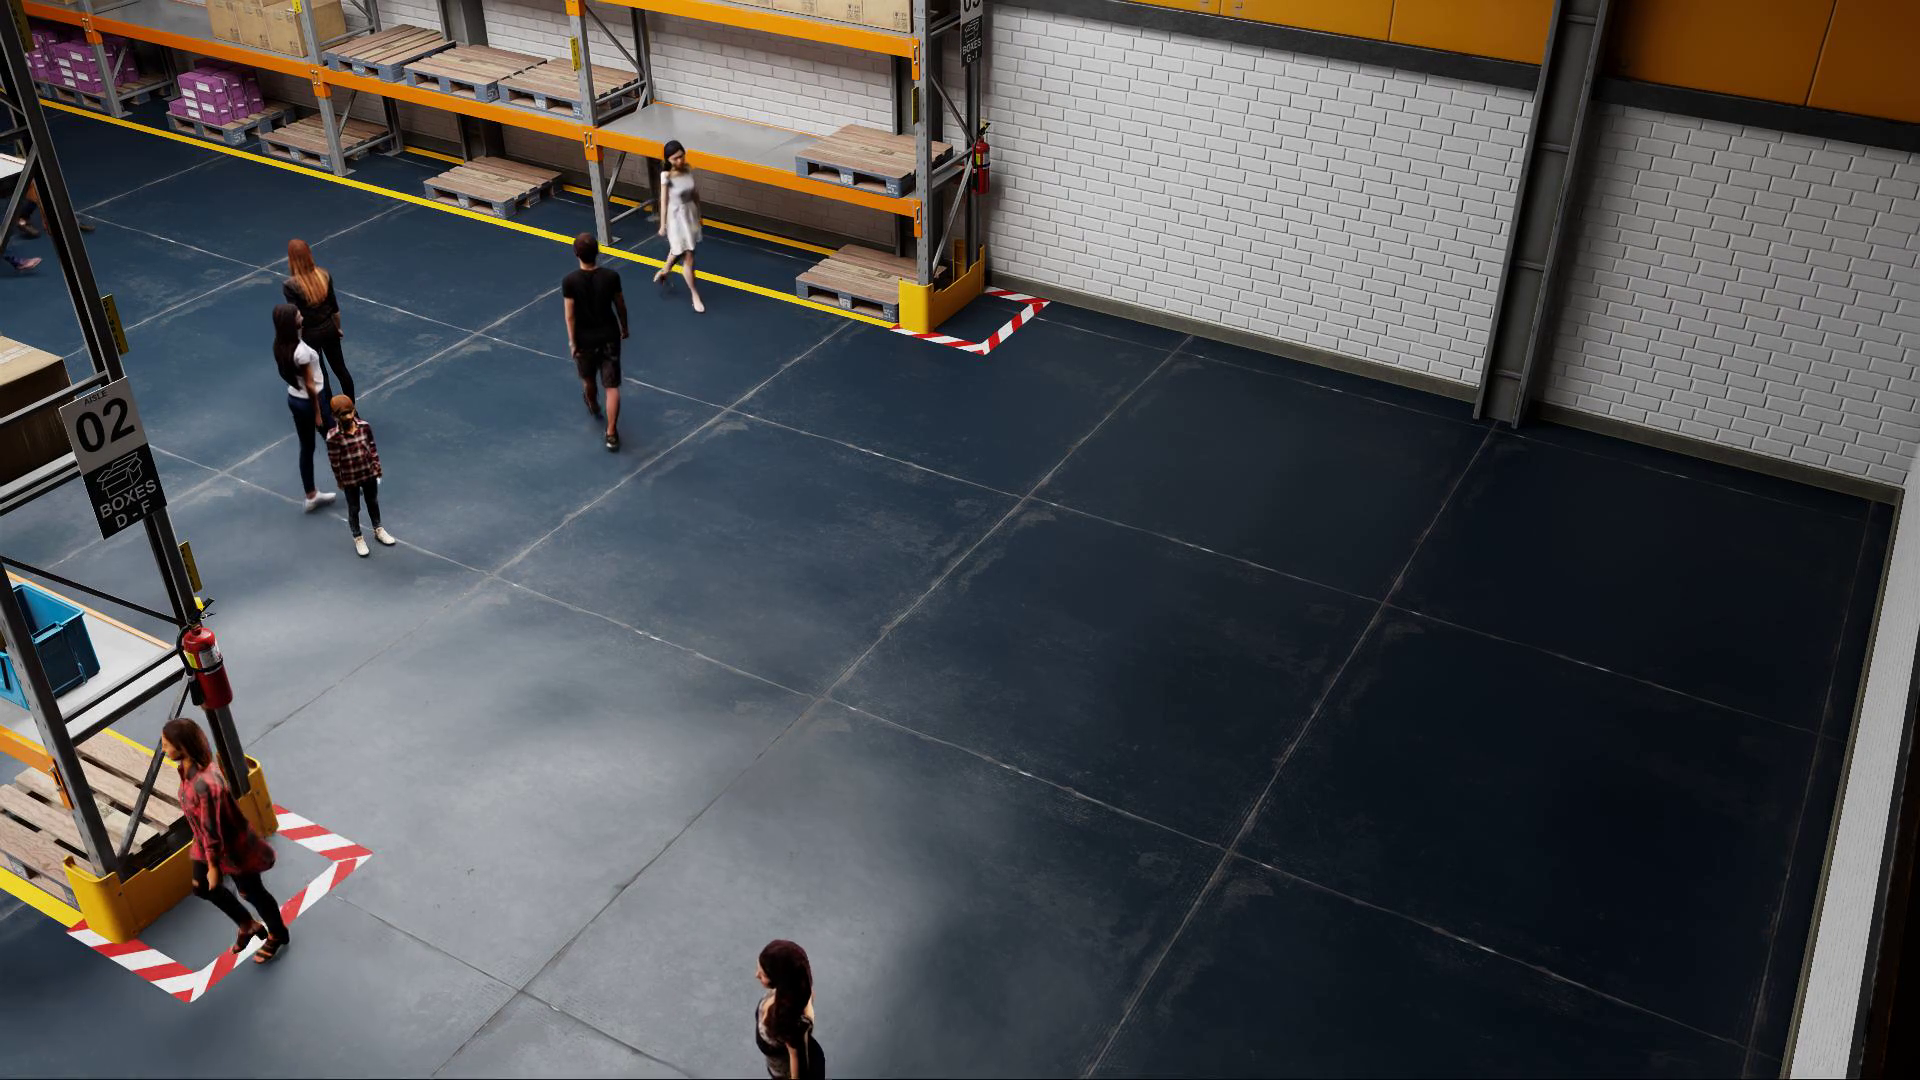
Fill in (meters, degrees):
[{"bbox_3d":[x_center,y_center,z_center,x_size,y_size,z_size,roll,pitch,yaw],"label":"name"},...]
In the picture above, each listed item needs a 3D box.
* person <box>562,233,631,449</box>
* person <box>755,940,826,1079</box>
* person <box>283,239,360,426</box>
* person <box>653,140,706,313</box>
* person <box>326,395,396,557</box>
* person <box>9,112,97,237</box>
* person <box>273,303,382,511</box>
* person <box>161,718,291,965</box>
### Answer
[{"bbox_3d":[-3.004,-1.619,13.846,1.118,1.823,1.212,-11,35,-16],"label":"person"},{"bbox_3d":[-0.659,2.494,7.720,0.996,1.754,0.897,-4,34,-6],"label":"person"},{"bbox_3d":[-5.449,-1.751,14.144,0.563,1.713,0.625,24,40,31],"label":"person"},{"bbox_3d":[-2.736,-3.048,16.066,0.960,1.744,0.695,17,37,24],"label":"person"},{"bbox_3d":[-4.596,-0.525,12.667,0.590,1.305,0.603,-27,42,-34],"label":"person"},{"bbox_3d":[-9.805,-3.877,17.585,1.095,1.445,0.934,-2,34,-3],"label":"person"},{"bbox_3d":[-5.146,-1.015,12.989,0.817,1.765,0.759,27,42,34],"label":"person"},{"bbox_3d":[-3.936,1.620,9.093,0.660,1.689,0.779,26,42,33],"label":"person"}]
